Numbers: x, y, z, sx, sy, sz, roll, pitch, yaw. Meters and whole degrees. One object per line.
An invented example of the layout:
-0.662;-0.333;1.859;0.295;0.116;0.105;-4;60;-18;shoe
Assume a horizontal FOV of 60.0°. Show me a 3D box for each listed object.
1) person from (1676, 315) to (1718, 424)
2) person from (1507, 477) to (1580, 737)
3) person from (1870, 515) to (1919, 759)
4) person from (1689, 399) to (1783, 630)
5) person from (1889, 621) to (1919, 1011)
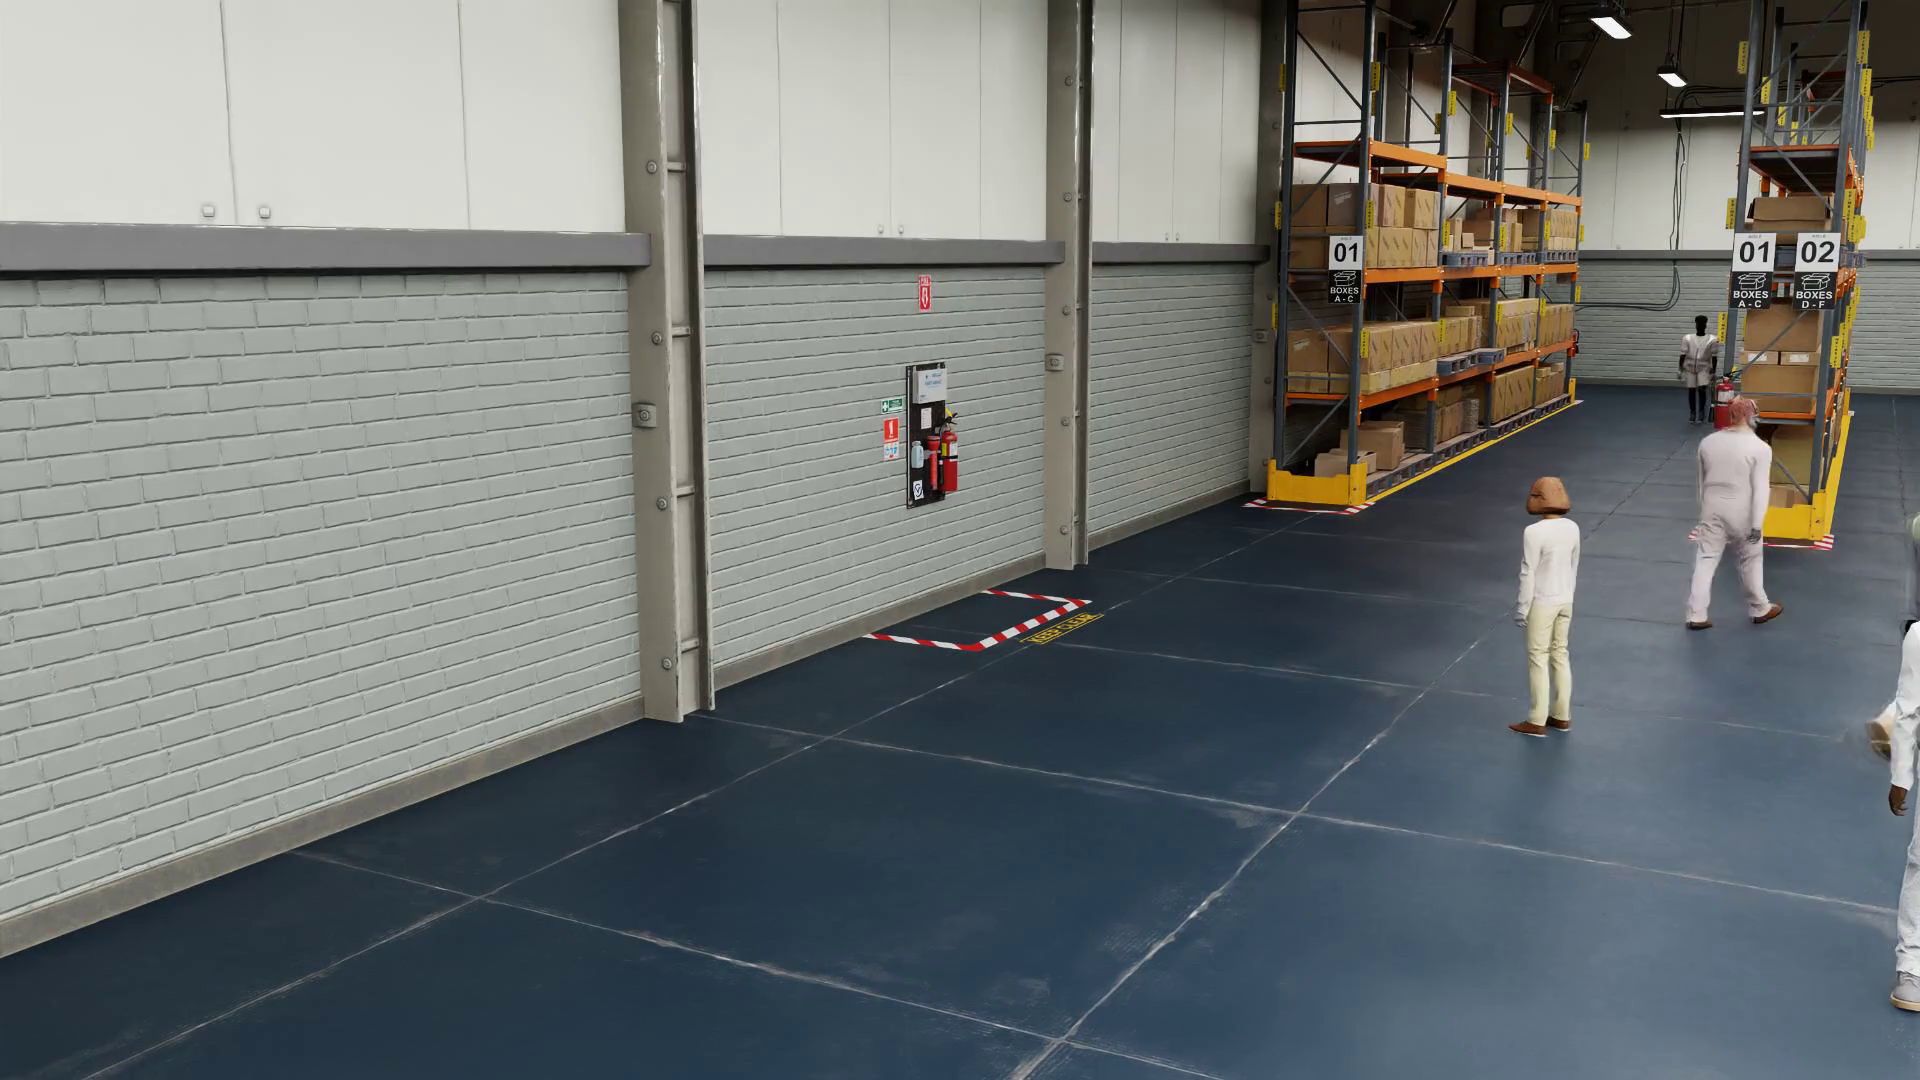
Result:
13.153;-3.041;29.706;0.616;1.943;0.622;7;12;37;person
3.682;0.416;10.434;0.505;1.623;0.292;-6;12;-33;person
5.694;0.466;9.556;0.650;1.825;0.631;-3;10;-15;person
6.251;-0.208;13.383;0.978;1.855;0.662;-6;12;-33;person
3.981;0.948;6.545;0.584;1.883;0.346;3;10;18;person
